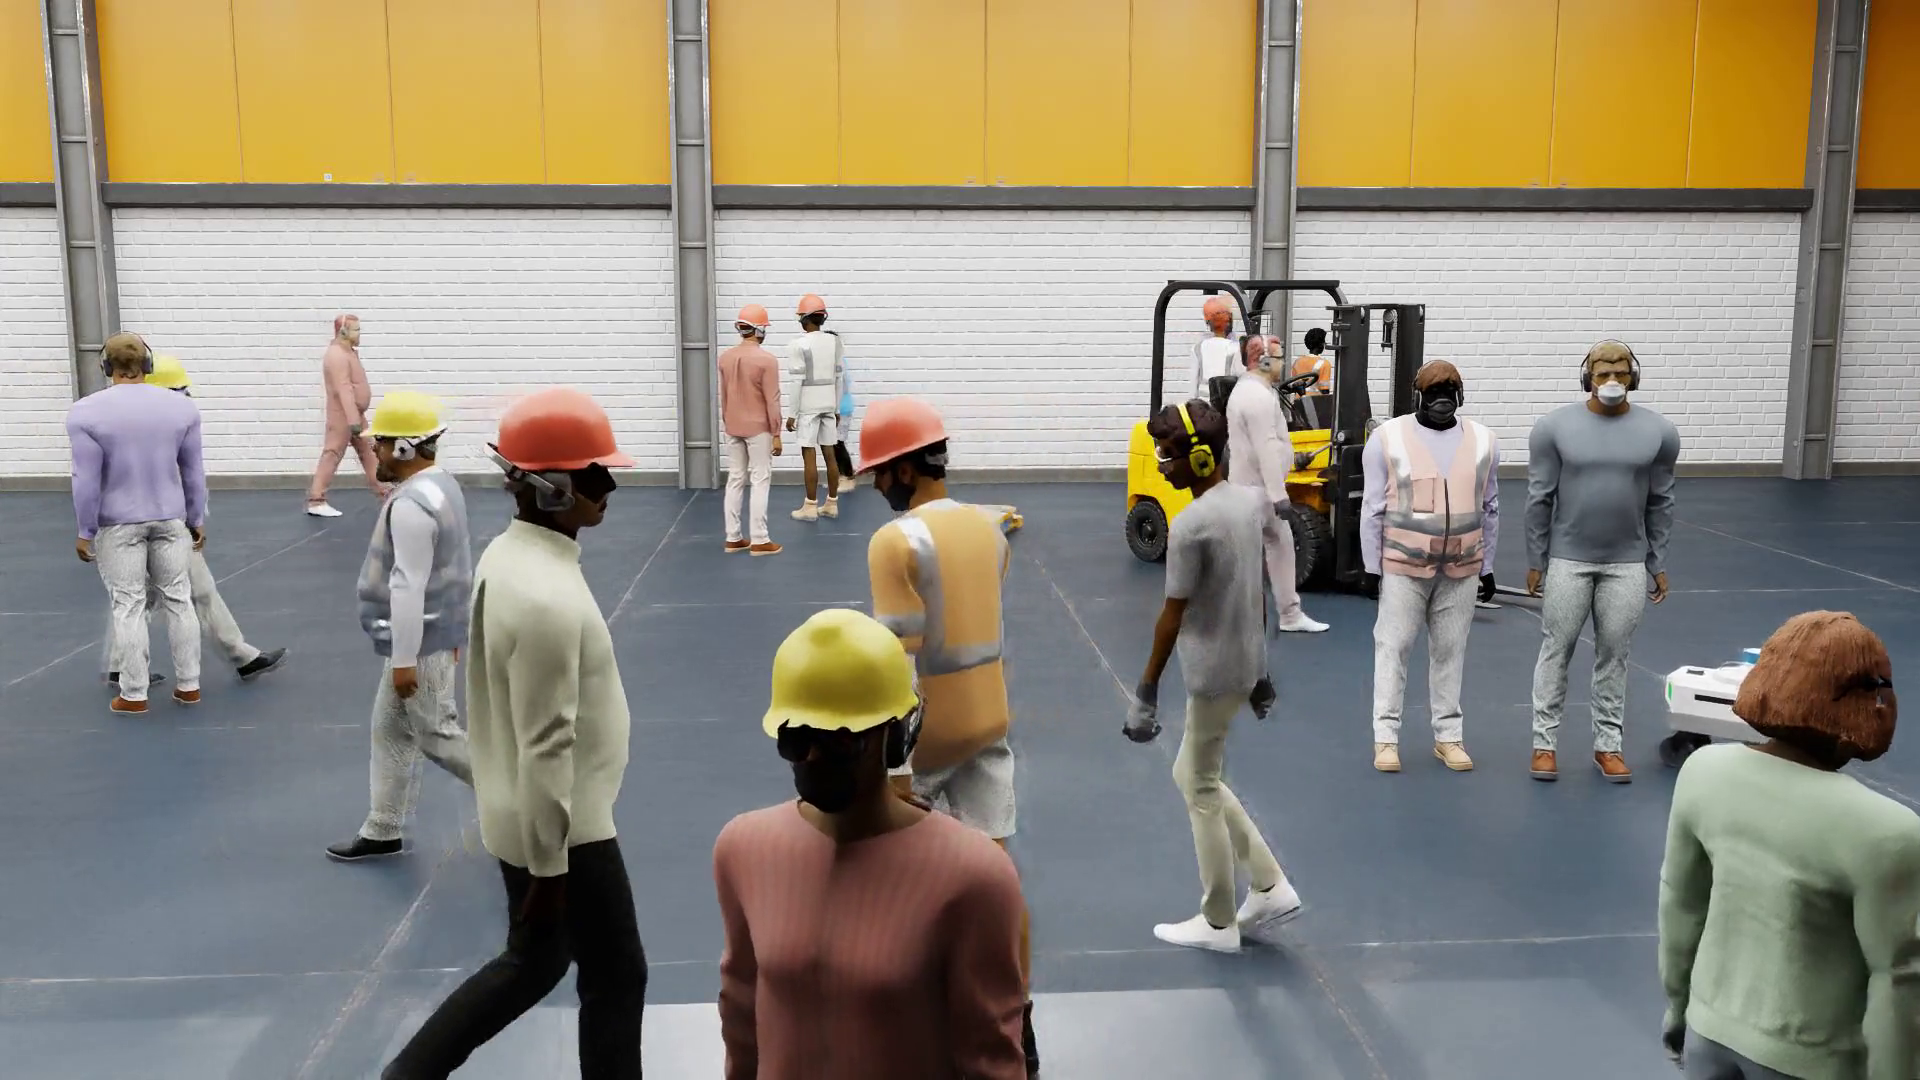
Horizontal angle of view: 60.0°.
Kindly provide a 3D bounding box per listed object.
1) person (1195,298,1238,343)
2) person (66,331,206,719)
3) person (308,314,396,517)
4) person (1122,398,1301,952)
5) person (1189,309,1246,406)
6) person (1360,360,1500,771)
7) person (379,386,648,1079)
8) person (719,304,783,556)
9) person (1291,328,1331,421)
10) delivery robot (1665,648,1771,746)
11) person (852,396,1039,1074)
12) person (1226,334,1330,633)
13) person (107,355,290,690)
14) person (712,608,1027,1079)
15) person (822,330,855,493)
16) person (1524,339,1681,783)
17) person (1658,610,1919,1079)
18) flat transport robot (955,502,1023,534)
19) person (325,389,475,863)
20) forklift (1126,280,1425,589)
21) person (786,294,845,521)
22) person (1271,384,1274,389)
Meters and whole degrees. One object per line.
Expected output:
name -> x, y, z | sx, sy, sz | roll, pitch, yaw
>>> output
person -> 2.616, -1.437, 16.780 | 0.392, 1.994, 0.762 | 9, 12, 43
person -> -4.110, -0.076, 8.357 | 0.354, 1.936, 0.635 | 9, 13, 44
person -> -5.541, -1.131, 15.240 | 1.005, 1.849, 0.674 | -1, 9, -9
person -> 0.779, 0.457, 5.339 | 0.439, 1.839, 0.567 | 5, 10, 28
person -> 2.520, -1.299, 16.213 | 0.584, 1.879, 0.337 | 5, 10, 29
person -> 2.101, 0.119, 7.438 | 0.626, 1.844, 0.429 | 0, 9, -2
person -> -1.017, 0.633, 3.793 | 0.813, 1.975, 0.606 | -5, 10, -26
person -> -1.642, -0.874, 13.216 | 0.617, 1.987, 0.403 | 6, 11, 35
person -> 3.550, -1.299, 16.823 | 0.321, 1.691, 0.532 | -5, 10, -30
delivery robot -> 3.521, 0.724, 7.367 | 0.707, 0.478, 0.477 | 7, 12, 38
person -> -0.108, 0.530, 4.752 | 0.962, 1.865, 0.558 | 8, 12, 42
person -> 1.764, -0.322, 10.144 | 0.961, 1.866, 0.640 | 1, 9, 6
person -> -4.161, -0.088, 8.900 | 0.924, 1.786, 0.605 | -4, 10, -26
person -> -0.123, 0.938, 2.614 | 0.525, 1.736, 0.832 | 3, 10, 19
person -> -1.254, -1.292, 16.824 | 0.431, 1.661, 0.567 | -2, 9, -13
person -> 2.787, 0.097, 7.270 | 0.629, 1.940, 0.377 | 1, 9, 9
person -> 1.494, 0.933, 3.006 | 0.342, 1.627, 0.526 | -4, 10, -23
flat transport robot -> 0.065, -0.134, 13.940 | 0.652, 0.197, 1.431 | 2, 9, 14
person -> -1.953, 0.337, 6.194 | 0.834, 1.803, 0.599 | -1, 9, -9
forklift -> 2.301, -0.860, 12.475 | 1.214, 2.155, 2.313 | -6, 11, -35
person -> -1.327, -1.193, 15.044 | 0.606, 2.044, 0.369 | -9, 13, -44
person -> 2.424, -0.798, 13.904 | 0.689, 1.612, 0.508 | 6, 11, 32
